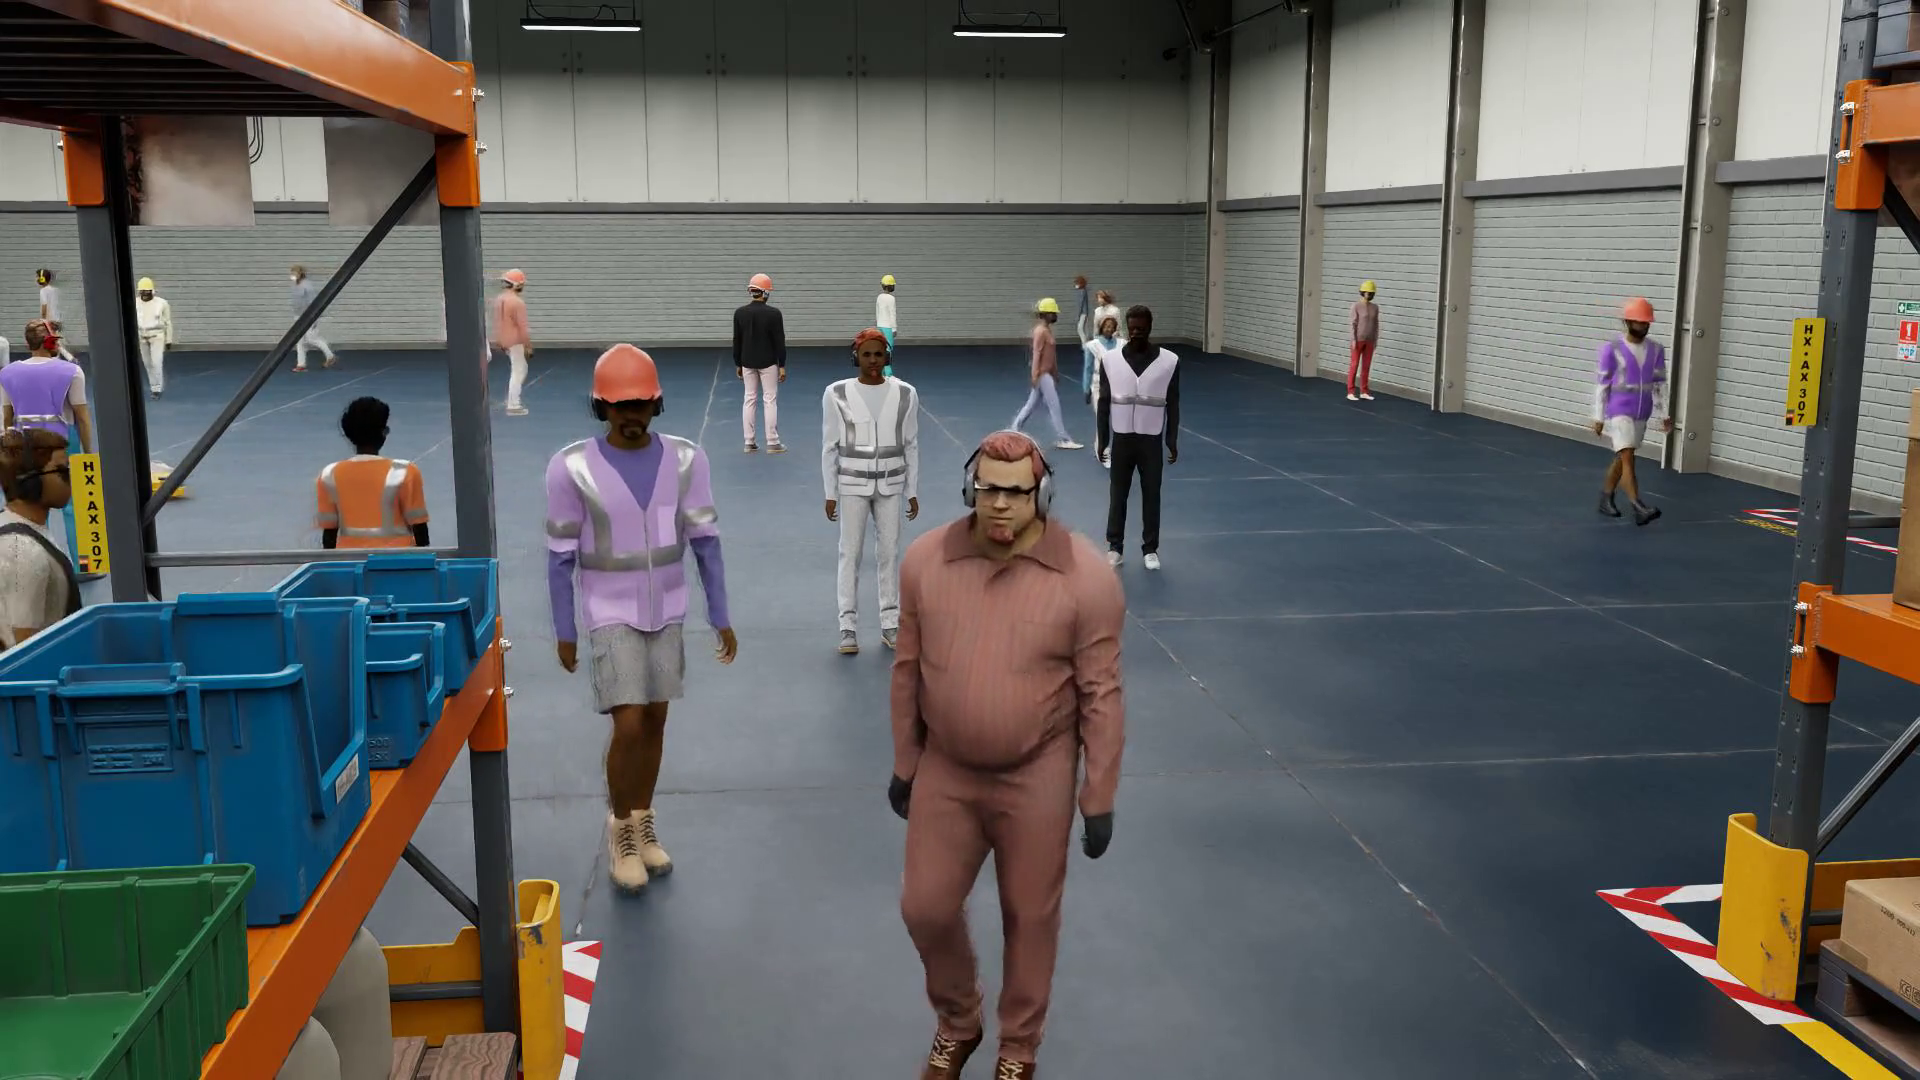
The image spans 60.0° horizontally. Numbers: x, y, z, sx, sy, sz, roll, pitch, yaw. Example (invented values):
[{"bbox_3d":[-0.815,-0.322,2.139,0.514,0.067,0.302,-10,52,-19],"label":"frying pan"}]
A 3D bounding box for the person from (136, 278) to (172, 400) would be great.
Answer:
[{"bbox_3d":[-12.001,-2.955,24.543,0.584,1.791,0.829,-1,10,-6],"label":"person"}]

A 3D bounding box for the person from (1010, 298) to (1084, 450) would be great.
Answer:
[{"bbox_3d":[0.943,-1.892,18.928,0.918,1.720,0.541,2,11,13],"label":"person"}]

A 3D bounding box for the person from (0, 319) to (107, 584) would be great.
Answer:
[{"bbox_3d":[-6.301,-0.600,11.508,0.564,1.841,0.394,-1,10,-3],"label":"person"}]

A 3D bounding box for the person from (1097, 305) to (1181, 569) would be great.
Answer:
[{"bbox_3d":[1.292,-0.744,12.084,0.591,1.917,0.379,2,10,9],"label":"person"}]

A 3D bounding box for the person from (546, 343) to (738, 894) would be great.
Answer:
[{"bbox_3d":[-1.156,0.289,6.131,0.628,2.017,0.627,-7,12,-34],"label":"person"}]

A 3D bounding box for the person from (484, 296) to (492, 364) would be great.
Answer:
[{"bbox_3d":[-7.409,-3.134,25.248,0.424,1.892,0.681,8,13,36],"label":"person"}]

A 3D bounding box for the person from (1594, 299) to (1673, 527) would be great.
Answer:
[{"bbox_3d":[5.671,-1.072,13.970,0.556,1.875,1.033,-2,11,-10],"label":"person"}]

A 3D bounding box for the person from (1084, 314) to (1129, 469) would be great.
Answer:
[{"bbox_3d":[1.537,-1.584,17.544,0.513,1.608,0.801,-4,11,-20],"label":"person"}]

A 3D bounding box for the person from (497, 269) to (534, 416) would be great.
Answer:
[{"bbox_3d":[-5.953,-2.663,22.444,0.525,1.973,0.651,-9,14,-41],"label":"person"}]

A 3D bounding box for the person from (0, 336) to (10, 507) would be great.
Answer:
[{"bbox_3d":[-8.523,-1.164,14.525,0.533,1.868,0.310,-6,12,-31],"label":"person"}]

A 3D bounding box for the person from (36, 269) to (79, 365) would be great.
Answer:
[{"bbox_3d":[-15.634,-3.740,28.685,0.506,1.859,0.513,-1,10,-6],"label":"person"}]

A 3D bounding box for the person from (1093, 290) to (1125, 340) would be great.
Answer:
[{"bbox_3d":[2.290,-3.008,25.393,0.886,1.592,0.548,-8,13,-36],"label":"person"}]

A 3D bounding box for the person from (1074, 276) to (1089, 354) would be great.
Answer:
[{"bbox_3d":[2.517,-4.664,34.424,0.291,1.611,0.648,2,11,10],"label":"person"}]

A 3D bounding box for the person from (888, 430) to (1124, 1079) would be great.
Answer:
[{"bbox_3d":[0.109,0.644,4.523,0.681,1.893,0.459,3,11,17],"label":"person"}]

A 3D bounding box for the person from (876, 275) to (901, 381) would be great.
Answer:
[{"bbox_3d":[-1.212,-3.542,27.840,0.327,1.769,0.525,-6,12,-32],"label":"person"}]

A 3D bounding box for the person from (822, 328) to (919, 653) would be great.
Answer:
[{"bbox_3d":[-0.514,-0.284,9.664,0.575,1.883,0.355,-3,11,-16],"label":"person"}]

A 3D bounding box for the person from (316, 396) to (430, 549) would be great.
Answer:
[{"bbox_3d":[-2.791,0.153,7.872,0.527,1.670,0.819,2,11,13],"label":"person"}]

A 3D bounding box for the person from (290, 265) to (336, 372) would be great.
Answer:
[{"bbox_3d":[-11.665,-3.976,29.839,0.646,1.915,0.718,6,12,30],"label":"person"}]

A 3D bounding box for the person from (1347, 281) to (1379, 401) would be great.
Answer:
[{"bbox_3d":[5.963,-2.933,24.531,0.526,1.765,0.335,-5,12,-26],"label":"person"}]

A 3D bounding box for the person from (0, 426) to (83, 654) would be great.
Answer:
[{"bbox_3d":[-3.058,0.532,5.386,0.889,1.816,0.517,-9,13,-39],"label":"person"}]

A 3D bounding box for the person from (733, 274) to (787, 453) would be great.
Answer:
[{"bbox_3d":[-2.219,-1.964,18.561,0.623,1.992,0.392,4,11,19],"label":"person"}]

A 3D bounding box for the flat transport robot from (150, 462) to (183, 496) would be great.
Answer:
[{"bbox_3d":[-7.778,-0.569,15.643,0.652,0.197,1.431,-7,12,-32],"label":"flat transport robot"}]
